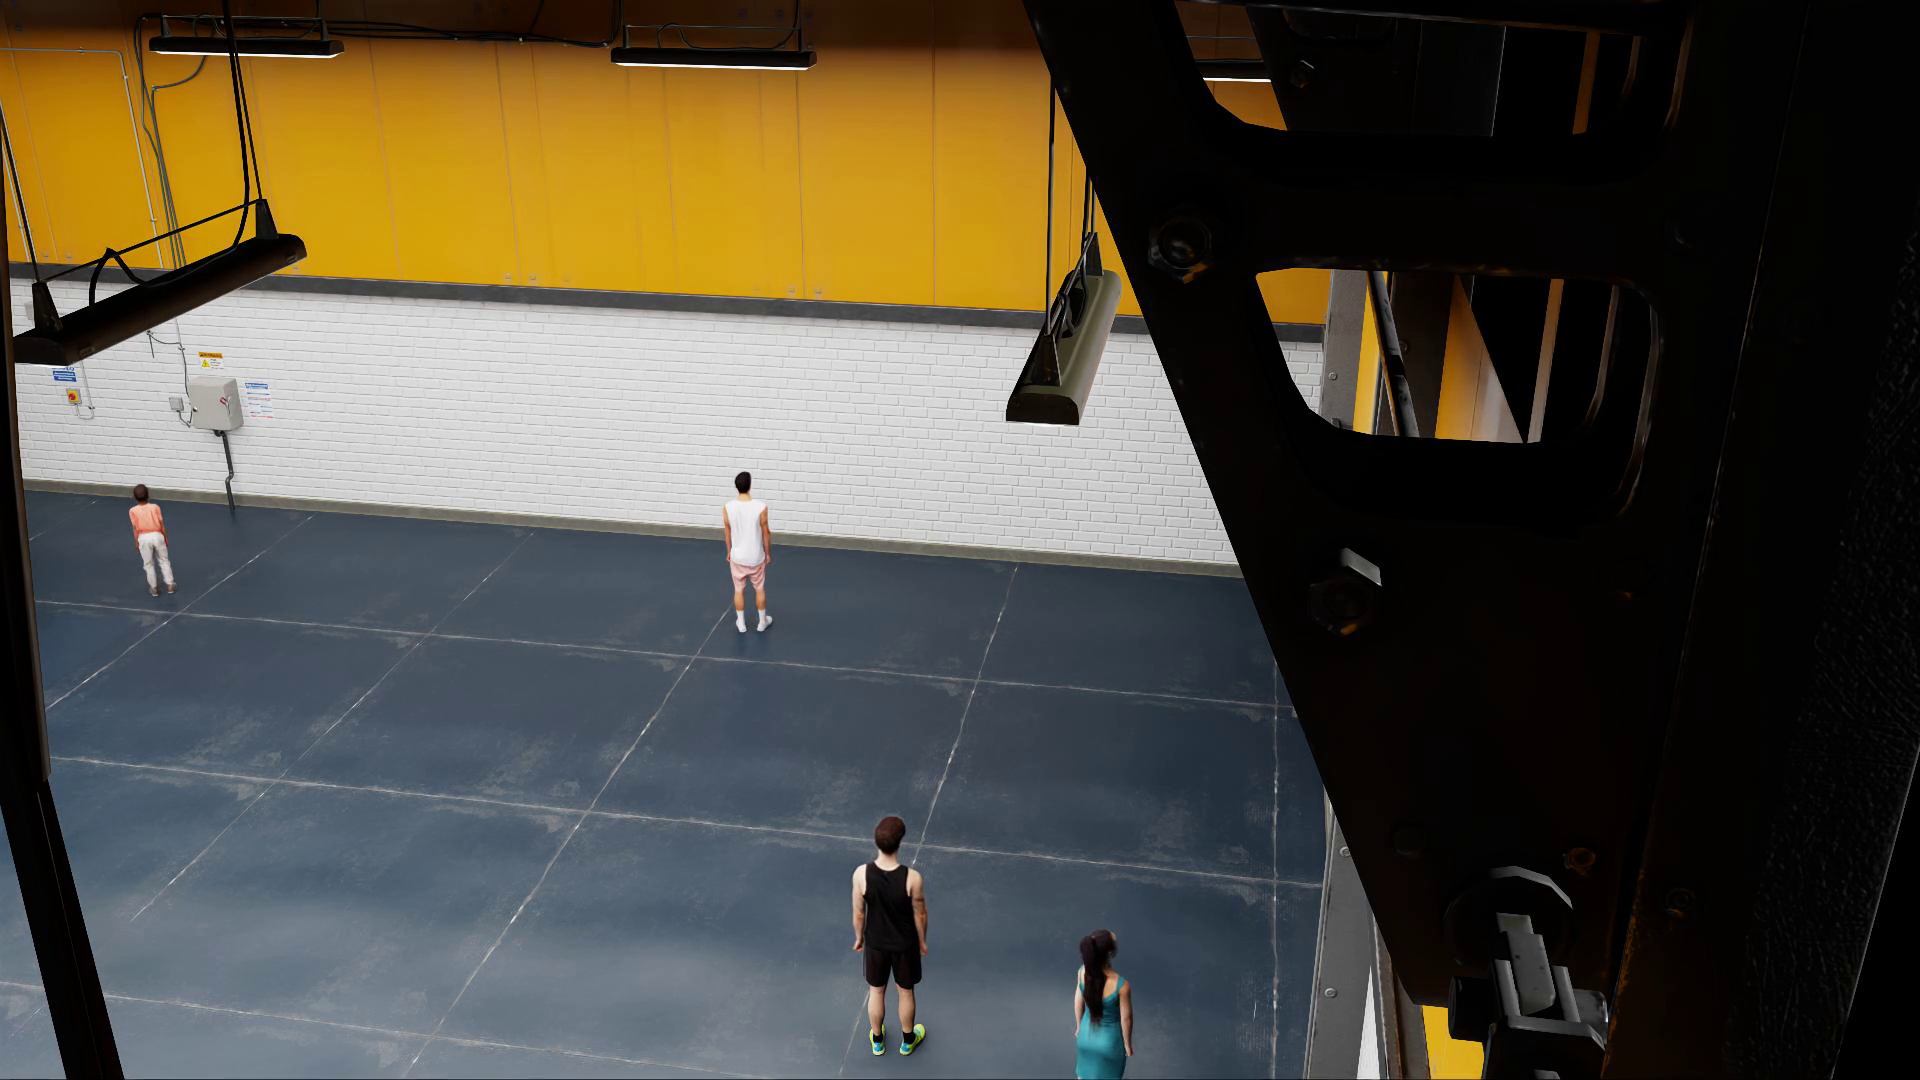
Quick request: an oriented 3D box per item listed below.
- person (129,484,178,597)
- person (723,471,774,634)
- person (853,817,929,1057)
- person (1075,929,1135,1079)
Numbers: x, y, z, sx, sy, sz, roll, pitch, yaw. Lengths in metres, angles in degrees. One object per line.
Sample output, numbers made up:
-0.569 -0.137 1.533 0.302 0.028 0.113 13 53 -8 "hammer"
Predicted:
-9.054 -0.009 18.607 0.562 1.310 0.600 -11 26 -23 "person"
-2.264 0.136 17.681 0.664 1.787 0.612 0 24 1 "person"
-0.480 2.764 11.537 0.686 1.892 0.593 2 24 5 "person"
0.910 3.229 10.730 0.618 1.686 0.602 15 28 30 "person"
